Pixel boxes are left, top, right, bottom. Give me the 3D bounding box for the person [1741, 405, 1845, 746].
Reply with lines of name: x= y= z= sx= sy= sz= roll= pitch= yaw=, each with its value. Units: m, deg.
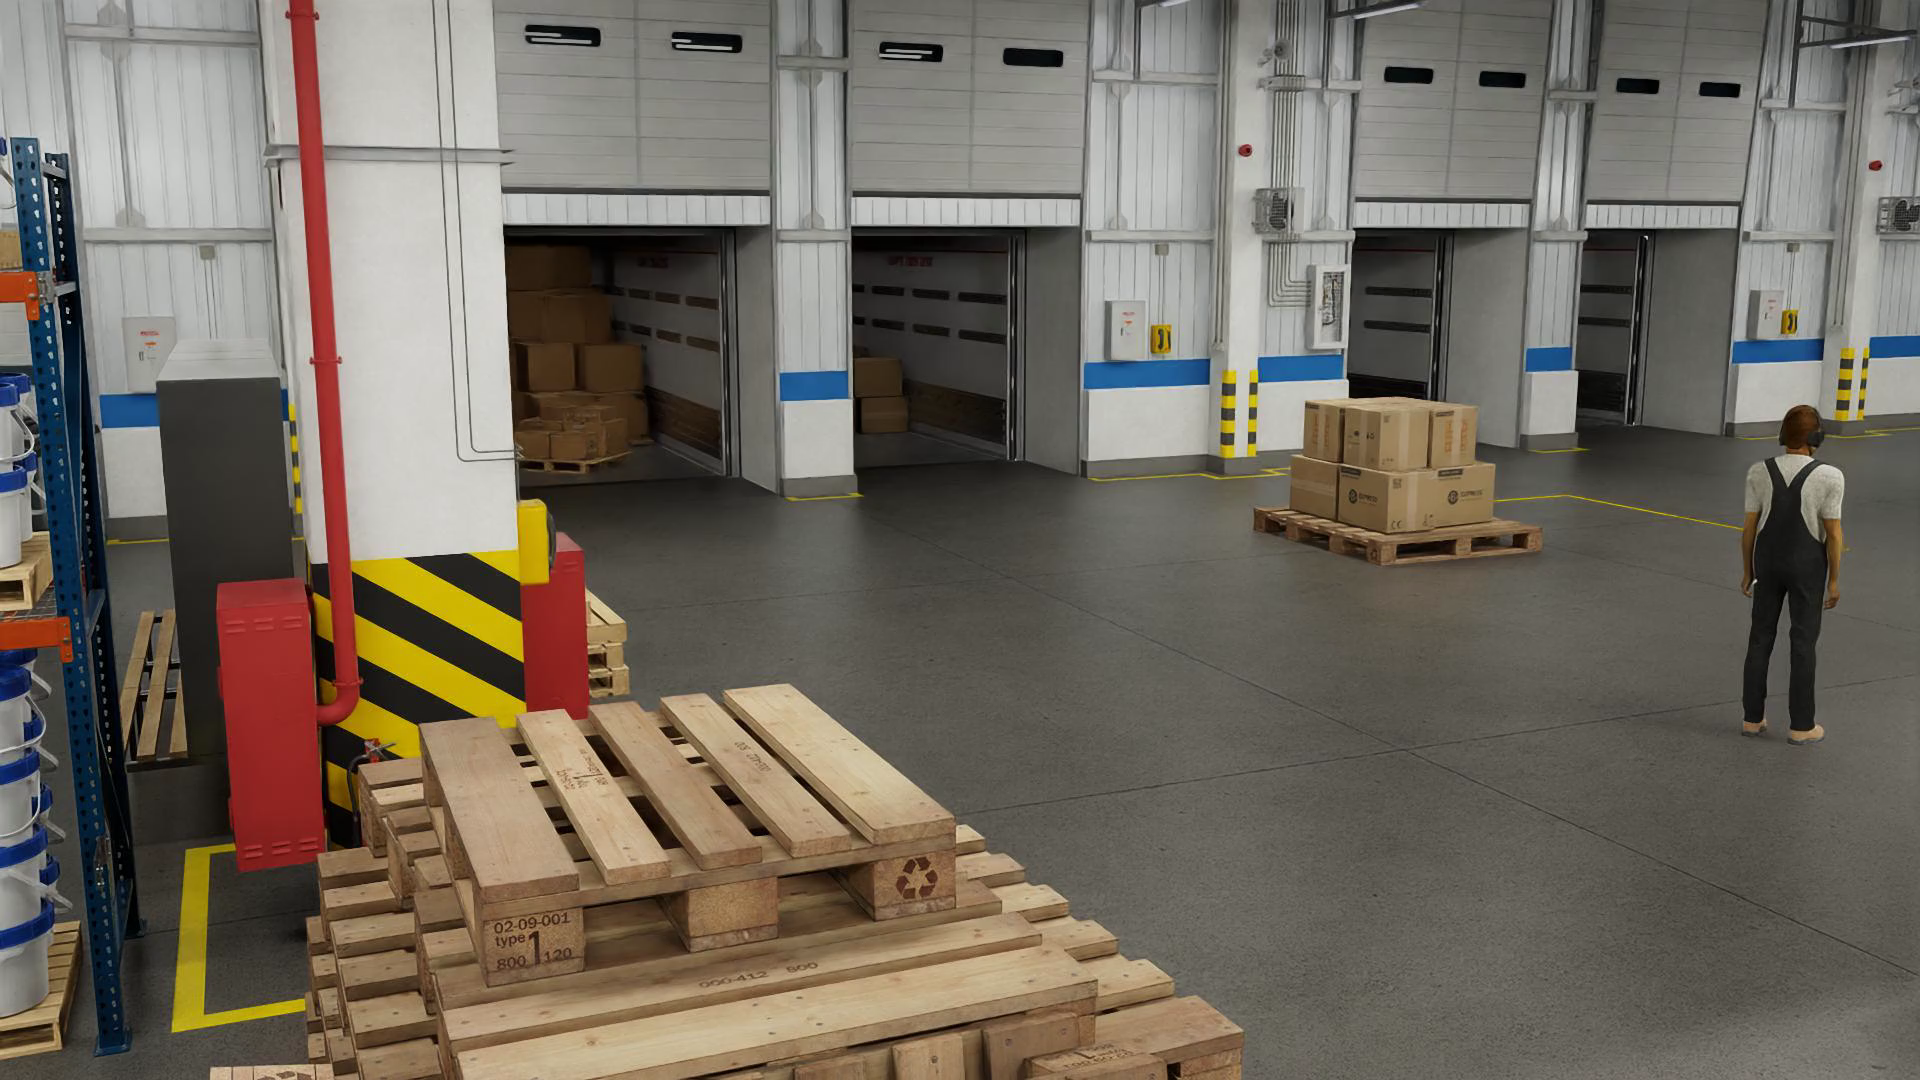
person: x=4.494 y=0.190 z=9.010 sx=0.504 sy=1.839 sz=0.344 roll=10 pitch=14 yaw=43
